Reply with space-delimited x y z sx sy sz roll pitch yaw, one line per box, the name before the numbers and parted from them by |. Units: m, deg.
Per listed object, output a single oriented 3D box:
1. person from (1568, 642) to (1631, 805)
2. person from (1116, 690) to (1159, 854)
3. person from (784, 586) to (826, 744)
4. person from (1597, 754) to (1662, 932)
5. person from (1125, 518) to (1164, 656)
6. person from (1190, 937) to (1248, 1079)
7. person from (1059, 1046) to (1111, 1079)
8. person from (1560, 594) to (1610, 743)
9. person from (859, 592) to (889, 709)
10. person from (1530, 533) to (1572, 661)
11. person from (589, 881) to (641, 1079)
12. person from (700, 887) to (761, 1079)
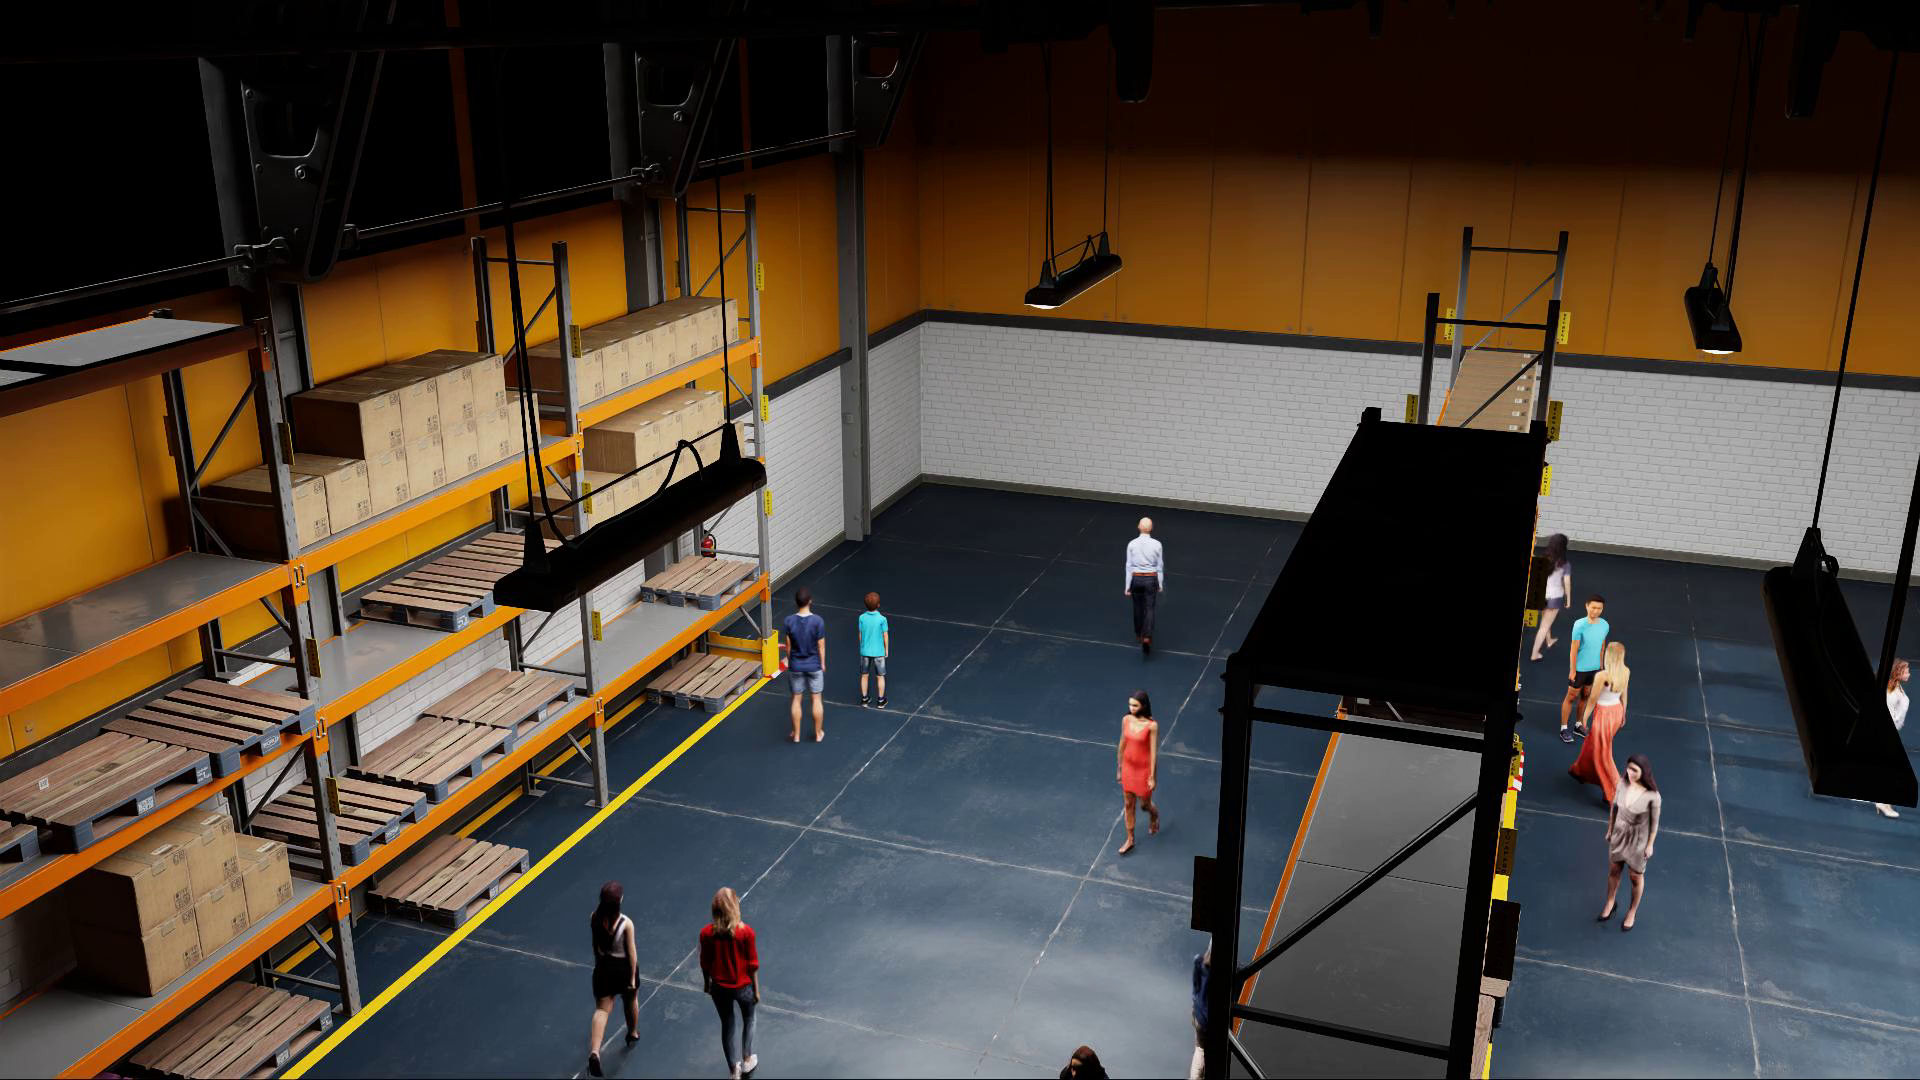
person | 6.891 1.966 17.608 1.140 1.763 1.206 -8 20 -23
person | 1.827 2.296 16.715 0.731 1.709 0.925 12 22 33
person | -1.780 1.438 19.054 0.680 1.841 0.666 0 19 -1
person | 6.161 2.761 15.278 0.675 1.745 0.674 -15 24 -37
person | 2.401 0.617 21.621 0.806 1.759 1.229 3 19 8
person | 1.930 3.700 12.576 0.659 1.690 0.770 9 20 24
person | 0.860 4.152 11.533 0.621 1.499 0.629 11 22 30
person | 7.172 1.451 19.117 0.693 1.776 0.721 -6 19 -16
person | -1.056 1.316 20.032 0.548 1.448 0.537 3 19 8
person | 7.521 0.758 21.341 1.079 1.671 0.895 -16 24 -39
person | -2.793 3.506 13.257 0.671 1.621 1.086 4 19 11
person | -1.801 3.543 13.027 0.708 1.698 0.692 1 19 4
